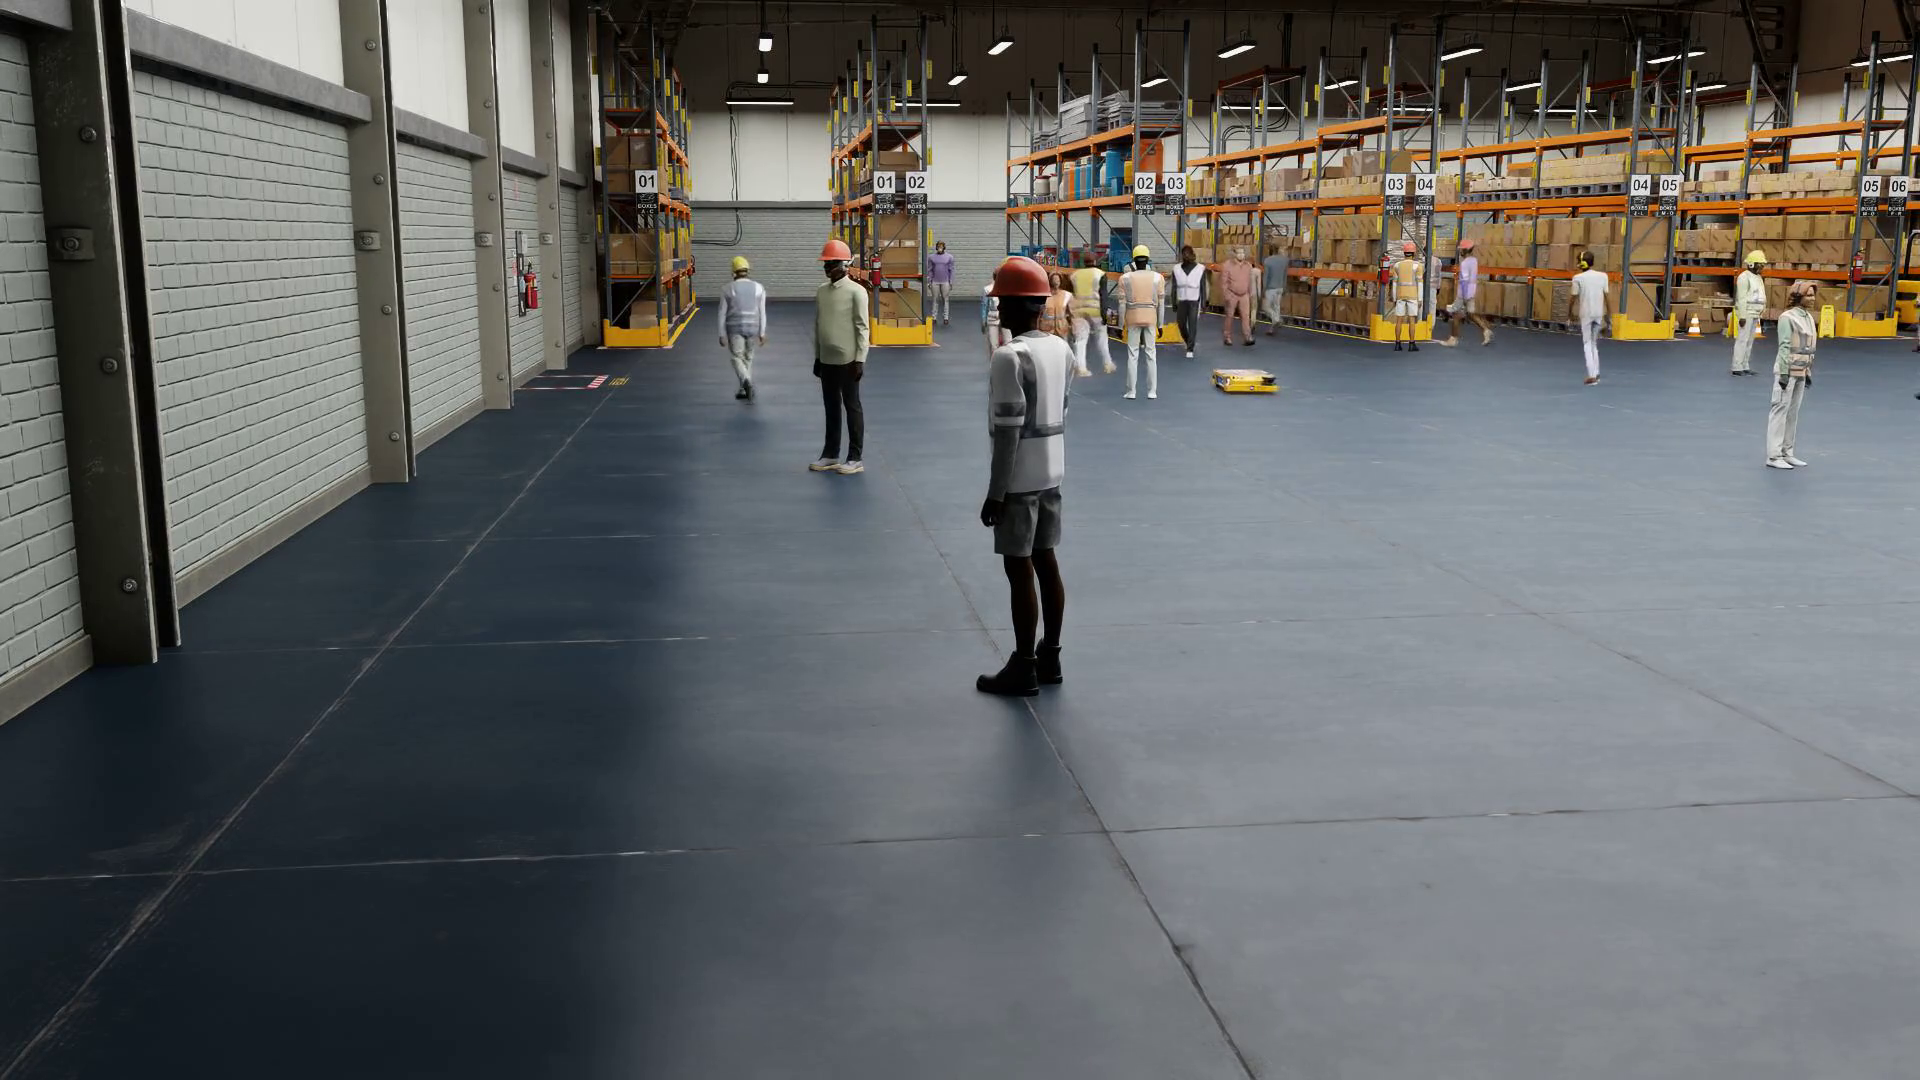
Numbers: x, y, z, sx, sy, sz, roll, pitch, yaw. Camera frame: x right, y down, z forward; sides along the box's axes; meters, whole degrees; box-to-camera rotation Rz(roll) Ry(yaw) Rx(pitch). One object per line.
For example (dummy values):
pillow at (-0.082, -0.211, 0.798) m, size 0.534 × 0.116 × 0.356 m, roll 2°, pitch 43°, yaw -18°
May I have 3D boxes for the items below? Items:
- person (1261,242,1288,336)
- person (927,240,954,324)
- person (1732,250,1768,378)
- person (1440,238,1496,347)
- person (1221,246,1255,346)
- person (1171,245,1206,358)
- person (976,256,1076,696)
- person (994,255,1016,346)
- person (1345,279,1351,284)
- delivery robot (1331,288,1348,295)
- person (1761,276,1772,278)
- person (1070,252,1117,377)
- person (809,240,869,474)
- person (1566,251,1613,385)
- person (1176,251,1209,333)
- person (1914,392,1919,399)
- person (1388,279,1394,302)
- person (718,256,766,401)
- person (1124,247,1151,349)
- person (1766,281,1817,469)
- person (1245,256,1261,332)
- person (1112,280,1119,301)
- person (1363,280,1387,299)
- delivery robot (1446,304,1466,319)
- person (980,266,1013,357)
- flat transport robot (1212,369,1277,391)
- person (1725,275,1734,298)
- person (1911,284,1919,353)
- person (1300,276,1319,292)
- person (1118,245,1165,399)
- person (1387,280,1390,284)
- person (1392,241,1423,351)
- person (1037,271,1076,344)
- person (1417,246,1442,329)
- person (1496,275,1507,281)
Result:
person at (6.405, -5.088, 33.803) m, size 0.638 × 1.924 × 0.498 m, roll -6°, pitch 12°, yaw -28°
person at (-0.452, -5.983, 38.676) m, size 0.632 × 1.940 × 0.372 m, roll 1°, pitch 10°, yaw 6°
person at (11.445, -3.268, 24.089) m, size 0.404 × 1.827 × 0.600 m, roll 10°, pitch 14°, yaw 43°
person at (9.370, -4.537, 30.558) m, size 0.922 × 2.016 × 0.612 m, roll 9°, pitch 14°, yaw 40°
person at (5.166, -4.502, 30.789) m, size 0.648 × 1.849 × 1.006 m, roll -3°, pitch 11°, yaw -14°
person at (3.887, -4.036, 28.139) m, size 0.615 × 1.898 × 0.596 m, roll 4°, pitch 11°, yaw 20°
person at (0.273, -0.275, 7.383) m, size 0.361 × 1.939 × 0.543 m, roll 7°, pitch 12°, yaw 33°
person at (0.749, -3.267, 24.261) m, size 0.553 × 1.753 × 0.350 m, roll -4°, pitch 11°, yaw -20°
person at (11.815, -8.236, 50.840) m, size 0.883 × 2.004 × 0.635 m, roll 0°, pitch 10°, yaw 0°
delivery robot at (11.408, -7.305, 49.461) m, size 0.707 × 0.478 × 0.477 m, roll -1°, pitch 10°, yaw -6°
person at (20.461, -6.635, 42.442) m, size 0.587 × 1.865 × 0.765 m, roll 2°, pitch 10°, yaw 10°
person at (1.956, -3.293, 24.319) m, size 0.637 × 1.793 × 0.937 m, roll 7°, pitch 12°, yaw 32°
person at (-1.046, -1.568, 14.314) m, size 0.608 × 1.996 × 0.381 m, roll 9°, pitch 14°, yaw 42°
person at (8.664, -3.048, 22.877) m, size 0.533 × 1.829 × 0.582 m, roll -1°, pitch 10°, yaw -6°
person at (4.181, -4.363, 30.220) m, size 0.638 × 1.800 × 0.978 m, roll 4°, pitch 11°, yaw 19°
person at (12.109, -2.636, 20.382) m, size 0.581 × 1.908 × 0.785 m, roll -1°, pitch 10°, yaw -5°
person at (9.763, -5.504, 36.787) m, size 0.539 × 1.662 × 0.580 m, roll -3°, pitch 11°, yaw -15°
person at (-2.660, -2.580, 20.410) m, size 0.591 × 1.806 × 0.779 m, roll -5°, pitch 11°, yaw -25°
person at (3.211, -4.371, 30.093) m, size 0.508 × 1.847 × 0.345 m, roll 3°, pitch 11°, yaw 16°
person at (7.330, -1.449, 14.634) m, size 0.514 × 1.642 × 0.311 m, roll -9°, pitch 14°, yaw -40°
person at (6.123, -5.220, 35.326) m, size 0.533 × 1.618 × 0.460 m, roll 2°, pitch 10°, yaw 10°
person at (5.014, -8.380, 52.108) m, size 0.430 × 1.830 × 0.576 m, roll 1°, pitch 10°, yaw 8°
person at (10.306, -6.491, 41.295) m, size 0.609 × 1.997 × 0.375 m, roll 2°, pitch 10°, yaw 10°
delivery robot at (11.714, -5.412, 39.082) m, size 0.477 × 0.478 × 0.707 m, roll -1°, pitch 10°, yaw -7°
person at (0.556, -2.993, 23.132) m, size 0.550 × 1.617 × 0.541 m, roll -1°, pitch 10°, yaw -3°
flat transport robot at (3.775, -2.135, 22.155) m, size 0.652 × 0.197 × 1.431 m, roll 0°, pitch 10°, yaw 1°
person at (19.292, -6.511, 41.289) m, size 0.692 × 2.000 × 0.758 m, roll -1°, pitch 10°, yaw -4°
person at (16.859, -4.197, 29.030) m, size 0.634 × 1.889 × 0.657 m, roll 10°, pitch 14°, yaw 42°
person at (10.246, -7.822, 48.759) m, size 0.624 × 1.938 × 0.835 m, roll -3°, pitch 11°, yaw -16°
person at (2.258, -2.710, 20.783) m, size 0.585 × 1.920 × 0.373 m, roll 0°, pitch 10°, yaw -2°
person at (12.359, -7.688, 48.246) m, size 0.514 × 1.860 × 0.325 m, roll -4°, pitch 11°, yaw -23°
person at (7.950, -4.318, 29.535) m, size 0.545 × 1.942 × 0.350 m, roll 6°, pitch 12°, yaw 32°
person at (1.222, -2.668, 21.419) m, size 0.529 × 1.598 × 0.843 m, roll 0°, pitch 10°, yaw -2°
person at (10.244, -5.541, 36.535) m, size 0.621 × 1.838 × 0.429 m, roll 0°, pitch 10°, yaw 0°
person at (16.397, -8.102, 50.252) m, size 0.981 × 1.956 × 0.622 m, roll -2°, pitch 11°, yaw -10°
